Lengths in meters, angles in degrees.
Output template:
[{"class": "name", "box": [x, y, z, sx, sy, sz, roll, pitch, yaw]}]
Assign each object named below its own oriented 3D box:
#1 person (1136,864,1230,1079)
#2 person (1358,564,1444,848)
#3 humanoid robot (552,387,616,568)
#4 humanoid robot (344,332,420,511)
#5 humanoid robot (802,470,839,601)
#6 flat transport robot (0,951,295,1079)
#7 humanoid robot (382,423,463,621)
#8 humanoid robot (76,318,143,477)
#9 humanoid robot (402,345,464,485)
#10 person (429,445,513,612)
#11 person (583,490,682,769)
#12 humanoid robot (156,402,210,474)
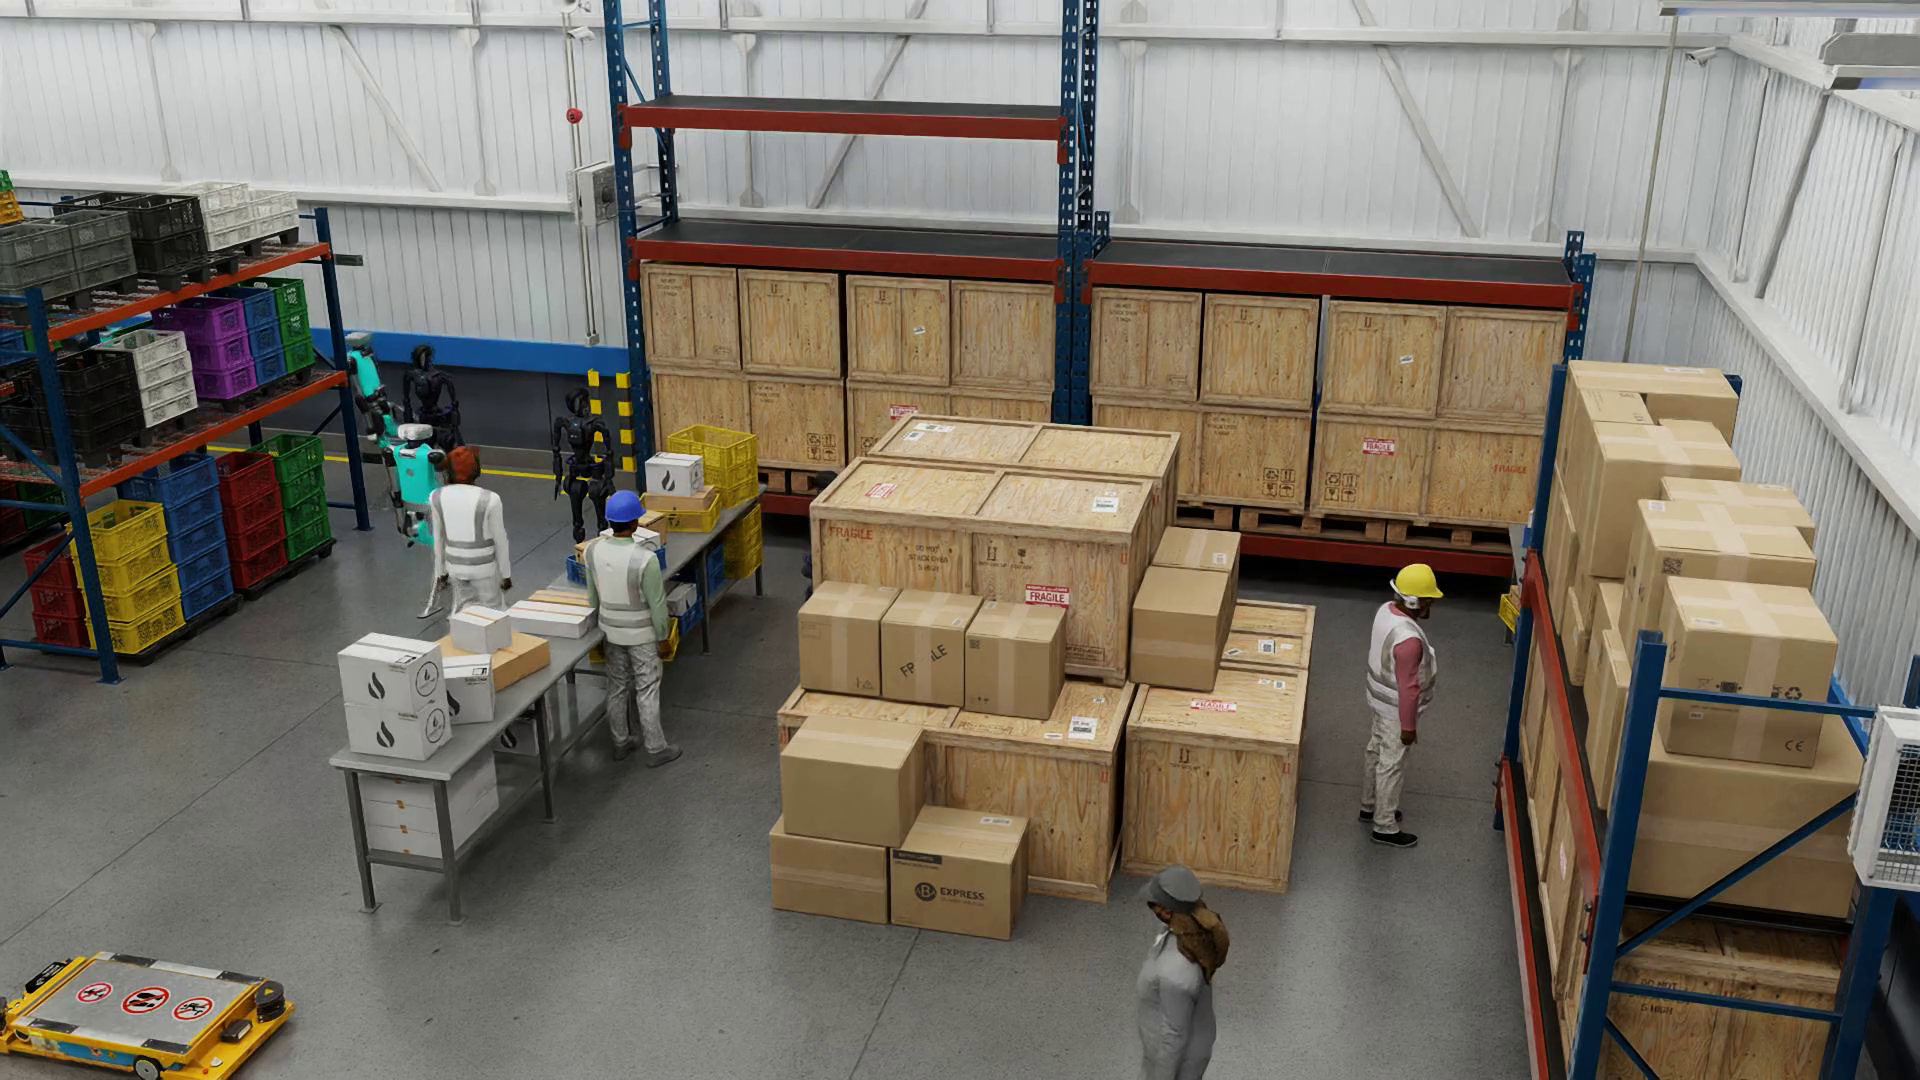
[{"class": "person", "box": [0.938, 2.194, 7.209, 0.402, 1.763, 0.564, 6, 22, 14]}, {"class": "person", "box": [2.707, 1.001, 10.240, 0.403, 1.827, 0.597, -1, 21, -2]}, {"class": "humanoid robot", "box": [-3.243, -0.528, 14.439, 0.599, 1.653, 0.315, 5, 22, 13]}, {"class": "humanoid robot", "box": [-5.407, -1.109, 15.920, 0.860, 1.777, 0.547, 1, 21, 2]}, {"class": "humanoid robot", "box": [-1.026, 0.258, 12.392, 0.389, 1.642, 0.596, 3, 21, 8]}, {"class": "flat transport robot", "box": [-4.270, 2.464, 8.601, 1.431, 0.231, 0.659, 5, 22, 13]}, {"class": "humanoid robot", "box": [-4.165, -0.192, 13.304, 0.533, 1.677, 0.735, 5, 22, 13]}, {"class": "humanoid robot", "box": [-8.766, -1.466, 16.906, 1.038, 1.769, 0.540, 11, 23, 26]}, {"class": "humanoid robot", "box": [-5.018, -1.068, 15.874, 0.611, 1.647, 0.382, 4, 21, 11]}, {"class": "person", "box": [-3.601, 0.228, 12.221, 0.574, 1.867, 0.622, 5, 21, 12]}, {"class": "person", "box": [-2.196, 0.602, 11.120, 0.600, 1.948, 0.383, 10, 23, 24]}, {"class": "humanoid robot", "box": [-7.423, -1.099, 15.948, 0.391, 1.642, 0.595, 9, 23, 23]}]
